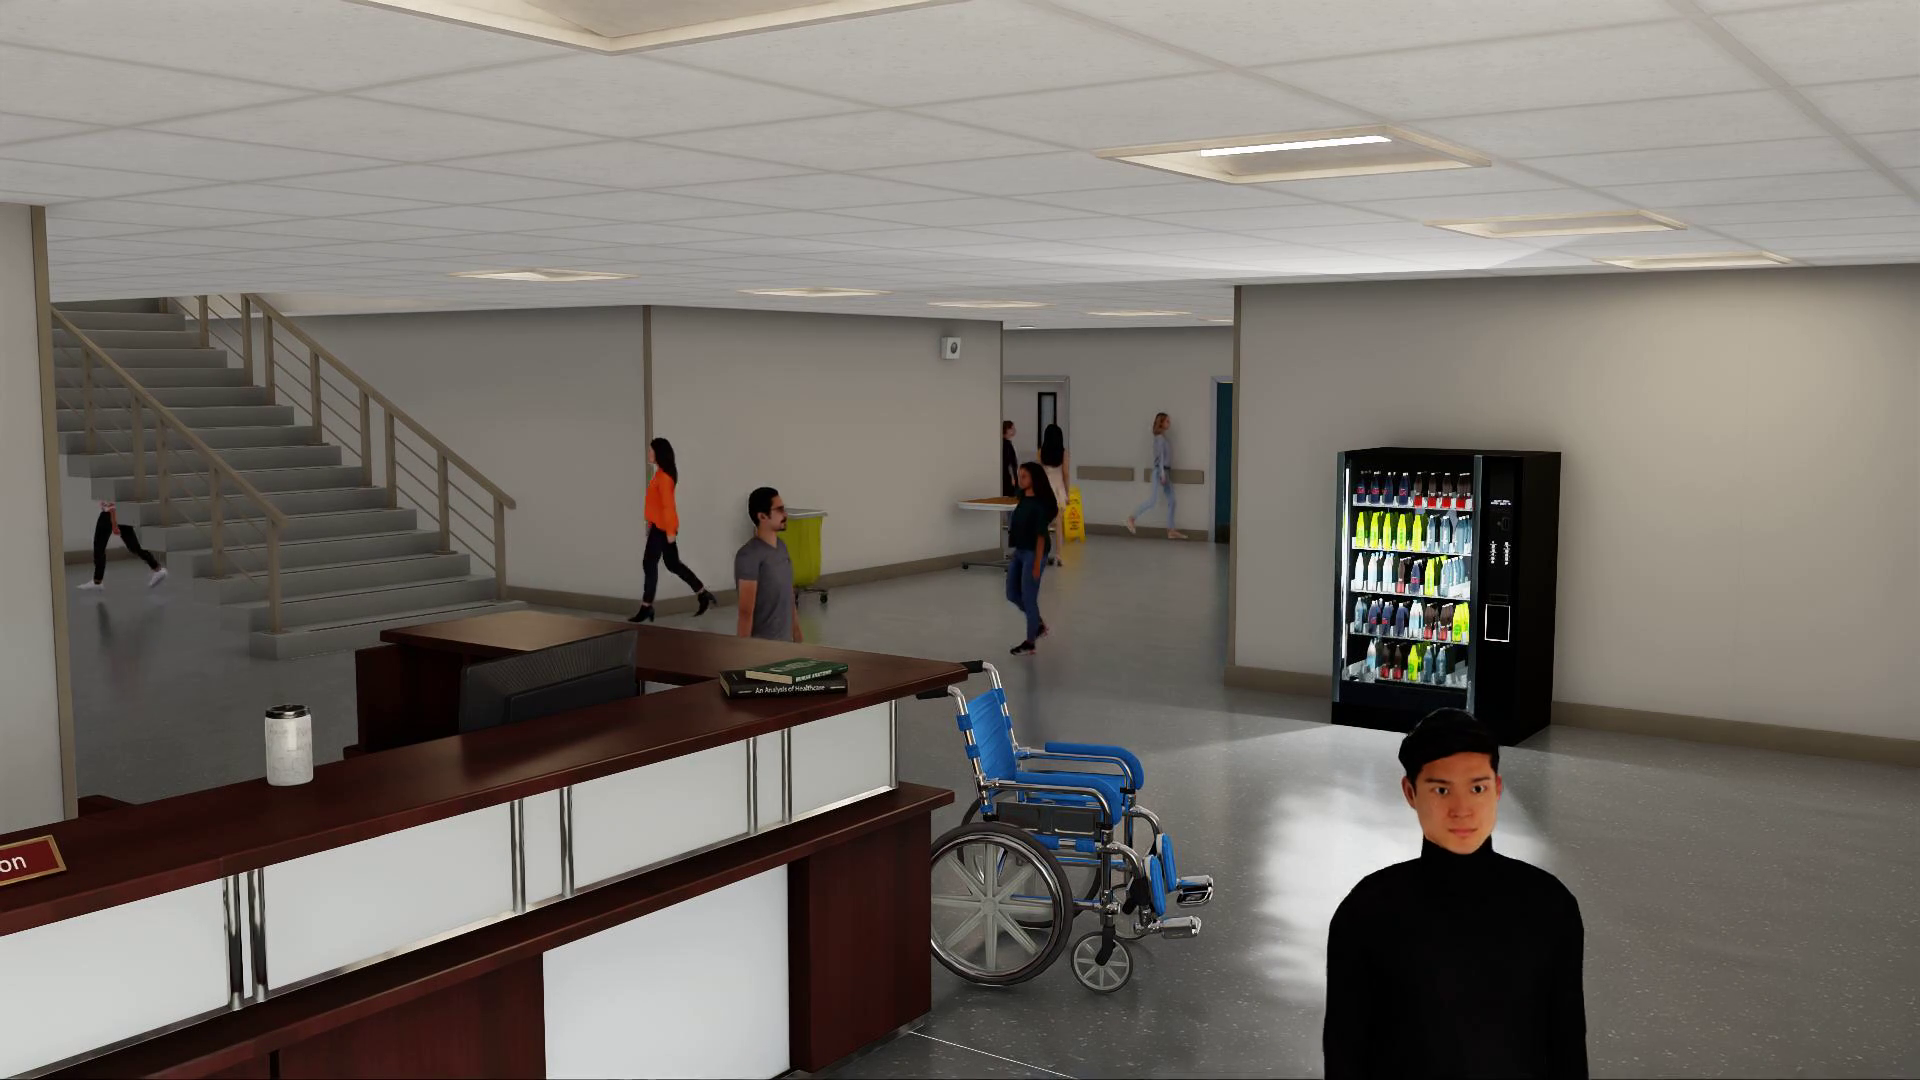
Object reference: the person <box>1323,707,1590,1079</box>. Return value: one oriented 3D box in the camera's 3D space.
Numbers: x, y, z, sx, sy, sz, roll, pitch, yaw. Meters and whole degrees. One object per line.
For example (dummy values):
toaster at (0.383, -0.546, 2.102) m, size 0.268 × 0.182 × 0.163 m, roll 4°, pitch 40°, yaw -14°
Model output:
person at (0.965, 1.175, 3.262) m, size 0.972 × 1.704 × 0.977 m, roll 0°, pitch 6°, yaw 4°

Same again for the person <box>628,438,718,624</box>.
person at (-2.694, -0.077, 15.626) m, size 1.121 × 1.719 × 1.049 m, roll -1°, pitch 6°, yaw -10°

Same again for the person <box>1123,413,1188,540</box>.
person at (2.730, -0.875, 23.337) m, size 1.187 × 1.764 × 0.789 m, roll 2°, pitch 6°, yaw 20°

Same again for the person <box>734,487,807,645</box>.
person at (-1.119, 0.592, 8.920) m, size 1.233 × 1.731 × 0.969 m, roll 1°, pitch 6°, yaw 8°

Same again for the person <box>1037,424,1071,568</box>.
person at (1.122, -0.546, 20.227) m, size 0.547 × 1.732 × 0.680 m, roll 2°, pitch 6°, yaw 19°

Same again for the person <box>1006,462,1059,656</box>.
person at (0.644, 0.153, 13.887) m, size 0.787 × 1.610 × 0.722 m, roll -3°, pitch 6°, yaw -27°
